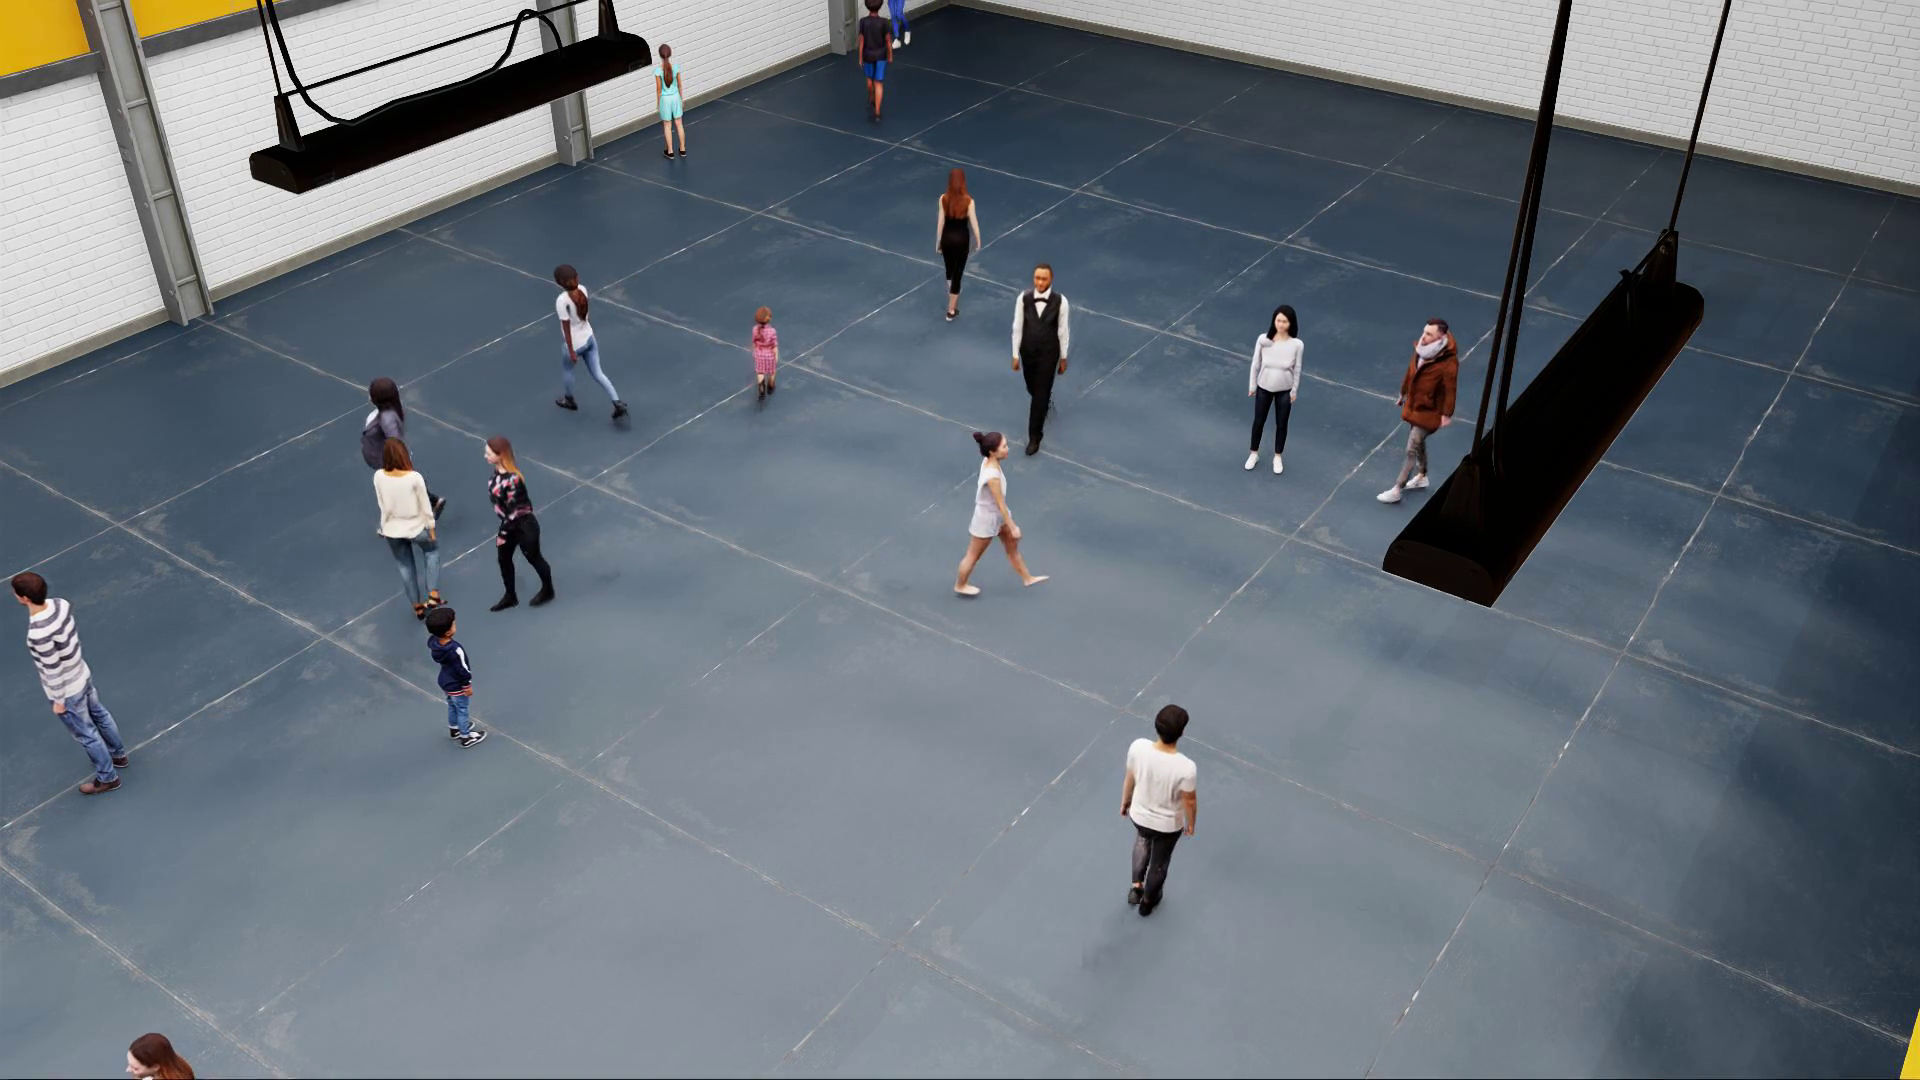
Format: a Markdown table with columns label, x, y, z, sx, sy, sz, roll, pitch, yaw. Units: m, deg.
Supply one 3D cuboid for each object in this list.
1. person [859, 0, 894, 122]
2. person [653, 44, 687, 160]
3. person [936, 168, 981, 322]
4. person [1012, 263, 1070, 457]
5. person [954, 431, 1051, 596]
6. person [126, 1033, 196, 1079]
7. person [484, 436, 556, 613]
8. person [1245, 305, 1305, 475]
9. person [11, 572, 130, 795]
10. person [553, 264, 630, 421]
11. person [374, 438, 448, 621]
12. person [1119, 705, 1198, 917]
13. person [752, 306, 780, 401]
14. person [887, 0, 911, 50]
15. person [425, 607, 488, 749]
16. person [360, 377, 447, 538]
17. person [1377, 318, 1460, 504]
| label | x | y | z | sx | sy | sz | roll | pitch | yaw |
| --- | --- | --- | --- | --- | --- | --- | --- | --- | --- |
| person | -1.223 | -6.911 | 23.933 | 1.006 | 1.747 | 1.217 | 2 | 34 | 3 |
| person | -3.974 | -6.012 | 22.750 | 0.596 | 1.558 | 0.693 | -16 | 37 | -22 |
| person | -0.085 | -3.249 | 18.460 | 0.776 | 1.705 | 1.007 | 11 | 35 | 16 |
| person | 0.798 | -1.844 | 16.178 | 0.958 | 1.892 | 1.300 | 10 | 35 | 15 |
| person | 0.175 | -0.168 | 13.956 | 0.974 | 1.561 | 1.055 | 2 | 34 | 3 |
| person | -3.998 | 3.174 | 8.853 | 1.189 | 1.644 | 0.966 | -16 | 37 | -23 |
| person | -3.597 | -0.152 | 13.843 | 0.853 | 1.659 | 0.688 | -24 | 41 | -32 |
| person | 2.982 | -1.441 | 15.744 | 0.693 | 1.701 | 0.683 | 8 | 34 | 11 |
| person | -6.384 | 1.008 | 11.923 | 0.774 | 1.852 | 0.695 | -4 | 34 | -5 |
| person | -3.688 | -1.911 | 16.474 | 0.733 | 1.676 | 1.118 | 18 | 38 | 25 |
| person | -4.568 | -0.039 | 13.662 | 0.741 | 1.671 | 0.775 | 0 | 34 | 1 |
| person | 1.247 | 1.810 | 10.841 | 0.659 | 1.714 | 0.592 | 19 | 38 | 27 |
| person | -2.017 | -1.908 | 17.070 | 0.598 | 1.011 | 0.715 | 3 | 34 | 5 |
| person | -0.981 | -8.840 | 26.824 | 0.664 | 1.759 | 0.680 | 19 | 38 | 26 |
| person | -3.800 | 1.026 | 12.466 | 0.541 | 1.222 | 0.549 | -26 | 42 | -34 |
| person | -4.981 | -0.746 | 14.806 | 1.004 | 1.581 | 0.953 | -4 | 34 | -7 |
| person | 4.347 | -1.222 | 15.312 | 1.073 | 1.813 | 0.981 | -12 | 36 | -18 |
